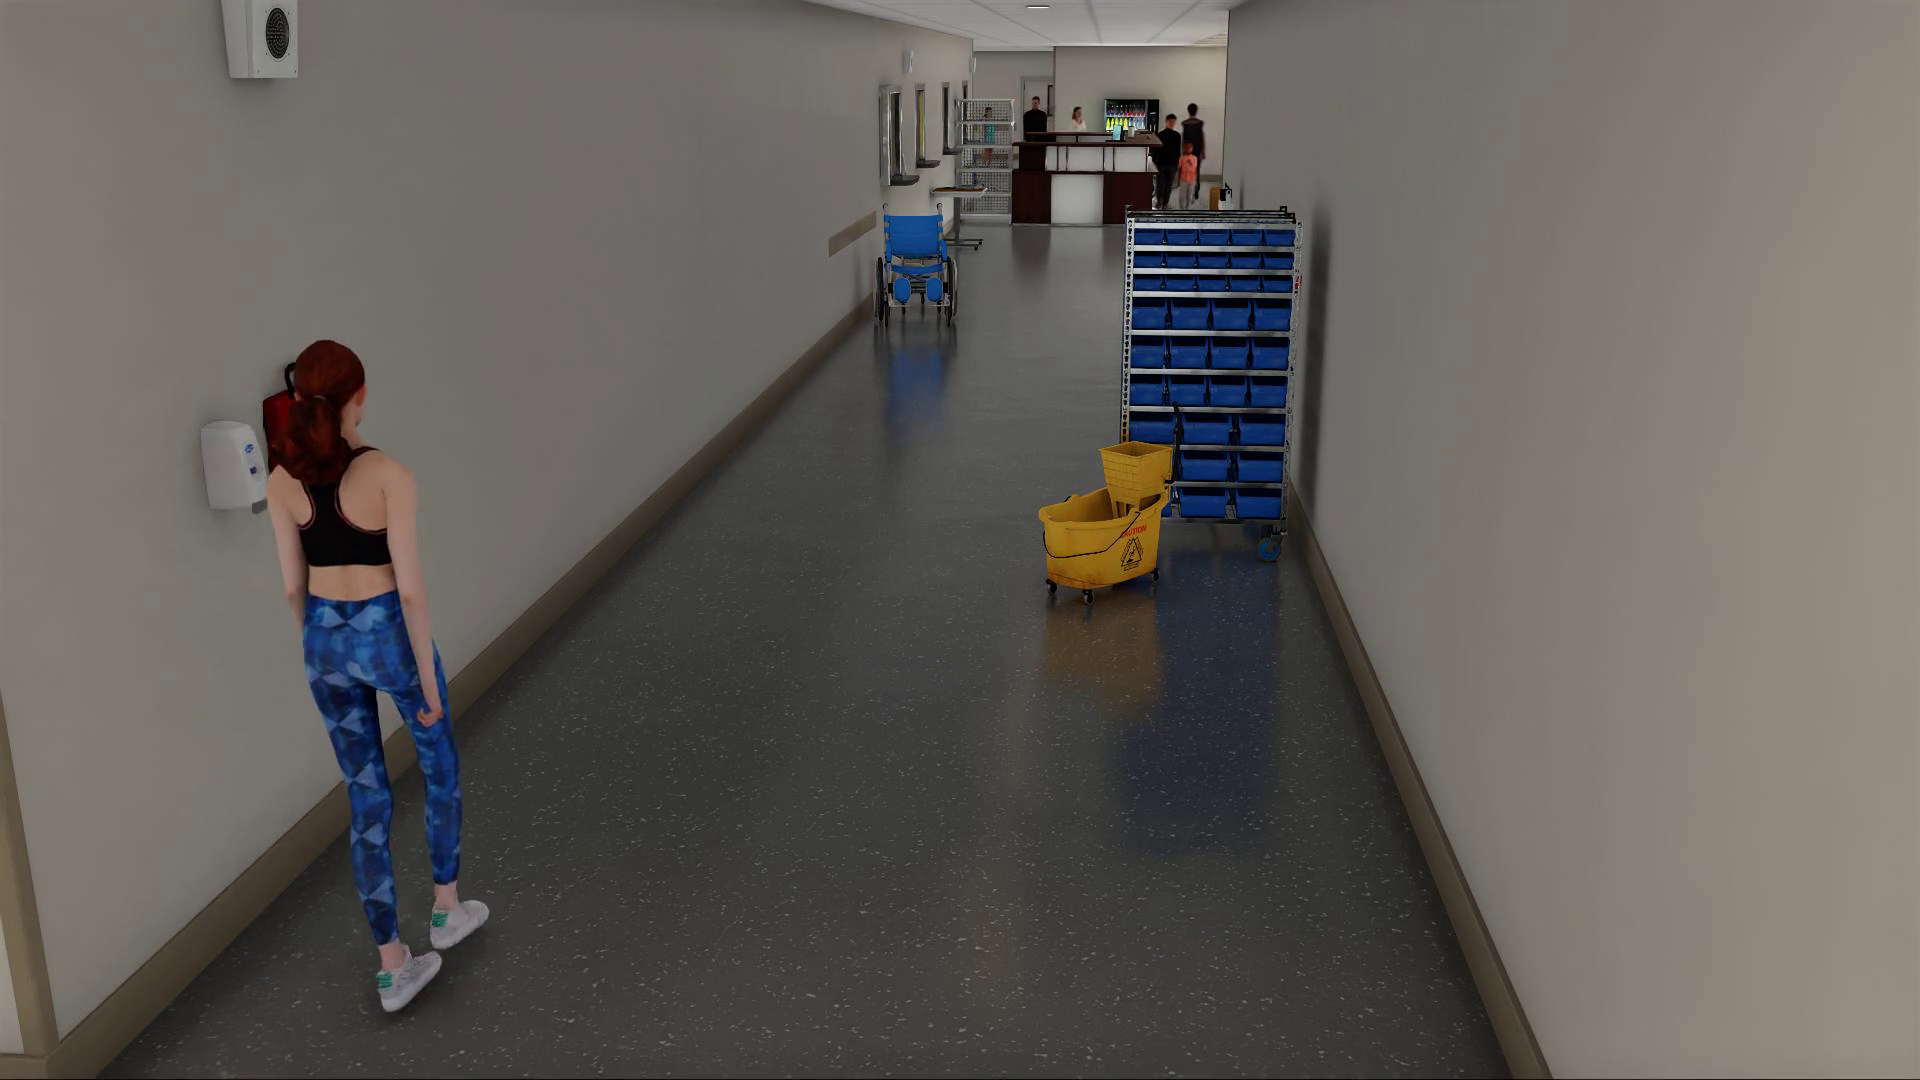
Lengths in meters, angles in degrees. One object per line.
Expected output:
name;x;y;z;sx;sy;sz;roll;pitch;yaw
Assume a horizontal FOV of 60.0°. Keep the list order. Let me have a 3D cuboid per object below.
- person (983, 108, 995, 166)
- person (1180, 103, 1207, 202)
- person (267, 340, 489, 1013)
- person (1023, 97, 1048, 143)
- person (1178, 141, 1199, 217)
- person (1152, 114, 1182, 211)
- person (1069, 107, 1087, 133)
person;0.751;-10.401;43.004;0.681;1.558;0.639;13;20;39
person;4.468;-7.420;31.922;0.670;1.835;0.756;0;16;0
person;-1.578;0.400;4.318;0.690;1.762;0.654;2;16;5
person;1.626;-8.719;36.385;0.530;1.913;0.749;2;16;8
person;3.875;-6.115;28.276;0.455;1.301;0.533;1;16;5
person;3.688;-6.710;29.643;0.595;1.704;0.724;3;16;11
person;2.511;-8.621;36.486;1.058;1.669;1.078;-11;19;-34
